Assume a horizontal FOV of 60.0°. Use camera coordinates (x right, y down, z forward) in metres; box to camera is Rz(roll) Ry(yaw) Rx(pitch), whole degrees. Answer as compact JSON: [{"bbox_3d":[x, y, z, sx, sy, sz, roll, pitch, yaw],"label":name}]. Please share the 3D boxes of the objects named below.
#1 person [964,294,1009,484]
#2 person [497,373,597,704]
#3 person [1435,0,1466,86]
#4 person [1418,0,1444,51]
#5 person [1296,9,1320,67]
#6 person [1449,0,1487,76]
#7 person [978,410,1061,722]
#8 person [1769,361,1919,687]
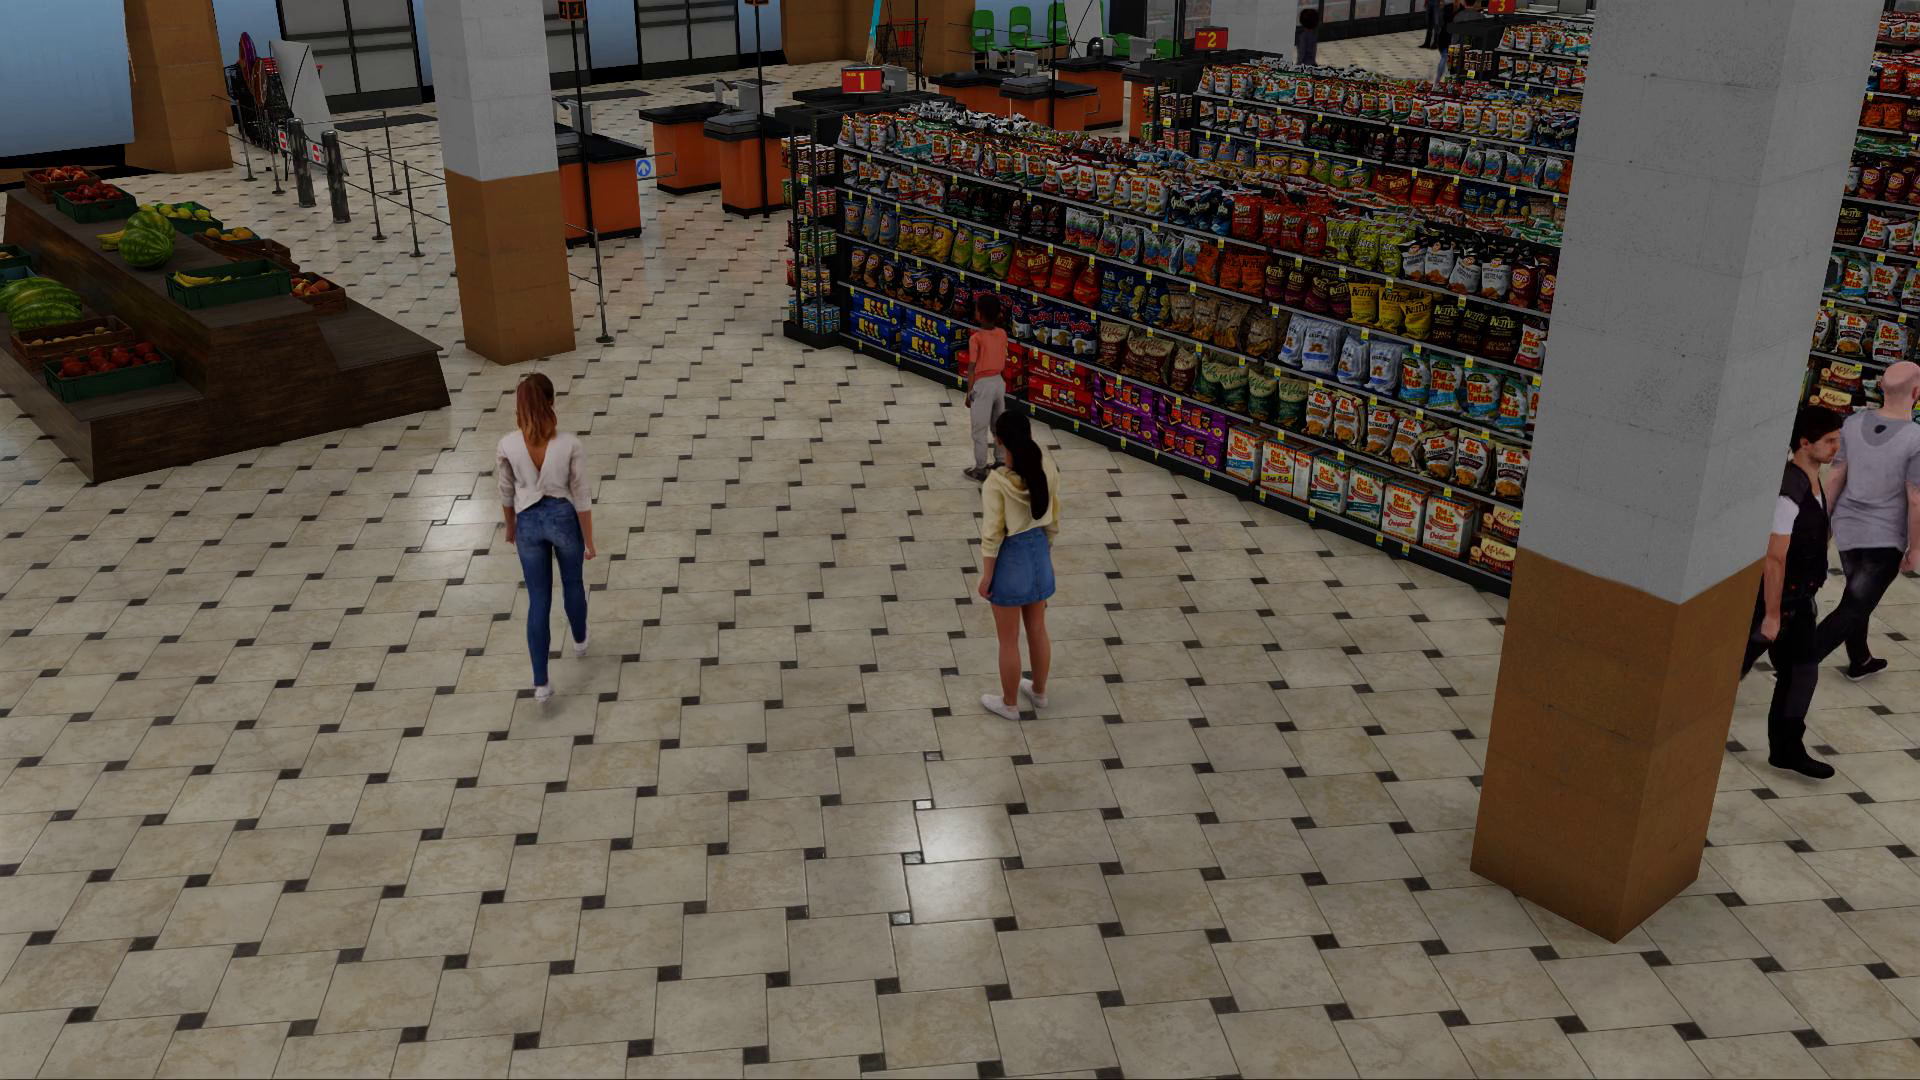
[{"bbox_3d":[0.194,-1.044,11.420,0.475,1.310,0.478,-17,29,-34],"label":"person"},{"bbox_3d":[-2.123,0.024,8.519,1.060,1.679,1.219,-2,24,-4],"label":"person"},{"bbox_3d":[8.095,-8.255,27.478,1.137,1.648,0.945,13,27,27],"label":"person"},{"bbox_3d":[9.272,-10.508,32.458,0.744,1.782,0.525,-13,27,-27],"label":"person"},{"bbox_3d":[5.006,-6.791,24.056,0.530,1.709,0.608,21,31,40],"label":"person"},{"bbox_3d":[7.526,-7.227,24.849,0.776,1.872,0.745,-7,24,-15],"label":"person"},{"bbox_3d":[0.299,0.129,8.340,0.649,1.631,0.566,-16,28,-32],"label":"person"},{"bbox_3d":[4.516,0.017,8.391,0.945,1.795,1.253,-11,26,-23],"label":"person"}]
